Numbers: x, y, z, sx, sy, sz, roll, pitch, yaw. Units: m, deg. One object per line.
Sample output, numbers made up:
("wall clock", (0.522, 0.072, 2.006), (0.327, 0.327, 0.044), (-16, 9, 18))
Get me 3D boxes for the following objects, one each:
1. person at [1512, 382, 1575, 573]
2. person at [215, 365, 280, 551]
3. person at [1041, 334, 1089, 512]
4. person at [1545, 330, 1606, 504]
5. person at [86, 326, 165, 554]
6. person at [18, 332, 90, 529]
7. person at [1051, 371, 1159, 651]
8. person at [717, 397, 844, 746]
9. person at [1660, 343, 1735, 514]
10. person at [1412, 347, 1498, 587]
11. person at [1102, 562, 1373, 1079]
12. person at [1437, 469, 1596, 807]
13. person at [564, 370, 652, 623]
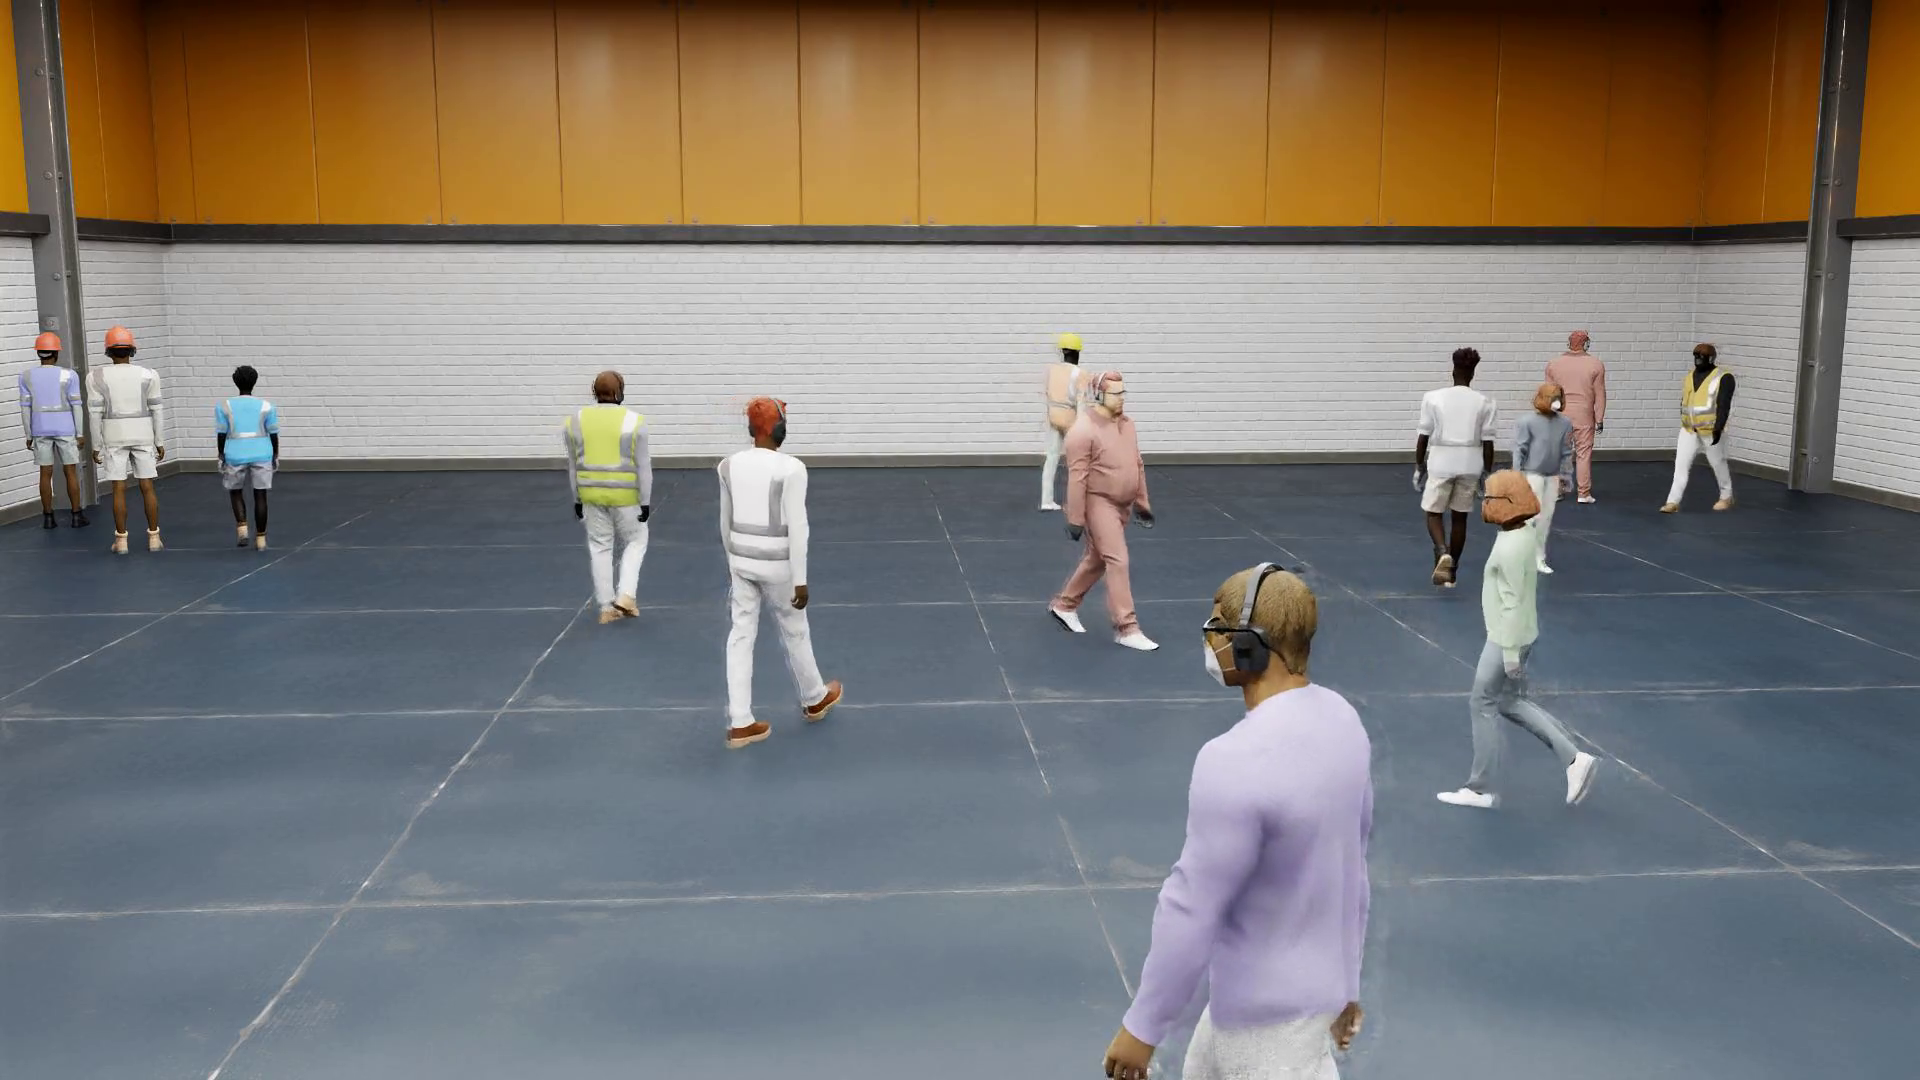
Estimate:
("person", (4.880, -0.521, 13.951), (0.508, 1.623, 0.356), (-3, 10, -18))
("person", (-6.451, -0.738, 15.107), (0.550, 1.680, 0.375), (-4, 10, -25))
("person", (1.177, -1.256, 17.749), (0.613, 1.871, 0.974), (8, 12, 41))
("person", (6.746, -1.349, 18.250), (0.651, 1.906, 0.403), (6, 11, 33))
("person", (-7.492, -0.897, 14.969), (0.610, 2.048, 0.366), (-6, 11, -32))
("person", (-8.941, -1.073, 16.416), (0.547, 1.939, 0.376), (-2, 9, -15))
("person", (0.970, -0.227, 11.341), (0.957, 1.871, 0.642), (7, 11, 37))
("person", (-0.989, 0.145, 9.057), (0.606, 1.841, 0.923), (5, 10, 27))
("person", (7.850, -1.175, 17.527), (0.984, 1.801, 0.624), (-6, 11, -33))
("person", (3.918, -0.555, 13.159), (0.627, 1.937, 0.647), (1, 9, 9))
("person", (0.630, 0.987, 3.648), (1.019, 1.885, 0.644), (5, 10, 30))
("person", (2.611, 0.473, 7.724), (0.617, 1.612, 0.502), (5, 10, 29))
("person", (-2.499, -0.300, 11.927), (0.627, 1.830, 0.437), (1, 9, 5))
